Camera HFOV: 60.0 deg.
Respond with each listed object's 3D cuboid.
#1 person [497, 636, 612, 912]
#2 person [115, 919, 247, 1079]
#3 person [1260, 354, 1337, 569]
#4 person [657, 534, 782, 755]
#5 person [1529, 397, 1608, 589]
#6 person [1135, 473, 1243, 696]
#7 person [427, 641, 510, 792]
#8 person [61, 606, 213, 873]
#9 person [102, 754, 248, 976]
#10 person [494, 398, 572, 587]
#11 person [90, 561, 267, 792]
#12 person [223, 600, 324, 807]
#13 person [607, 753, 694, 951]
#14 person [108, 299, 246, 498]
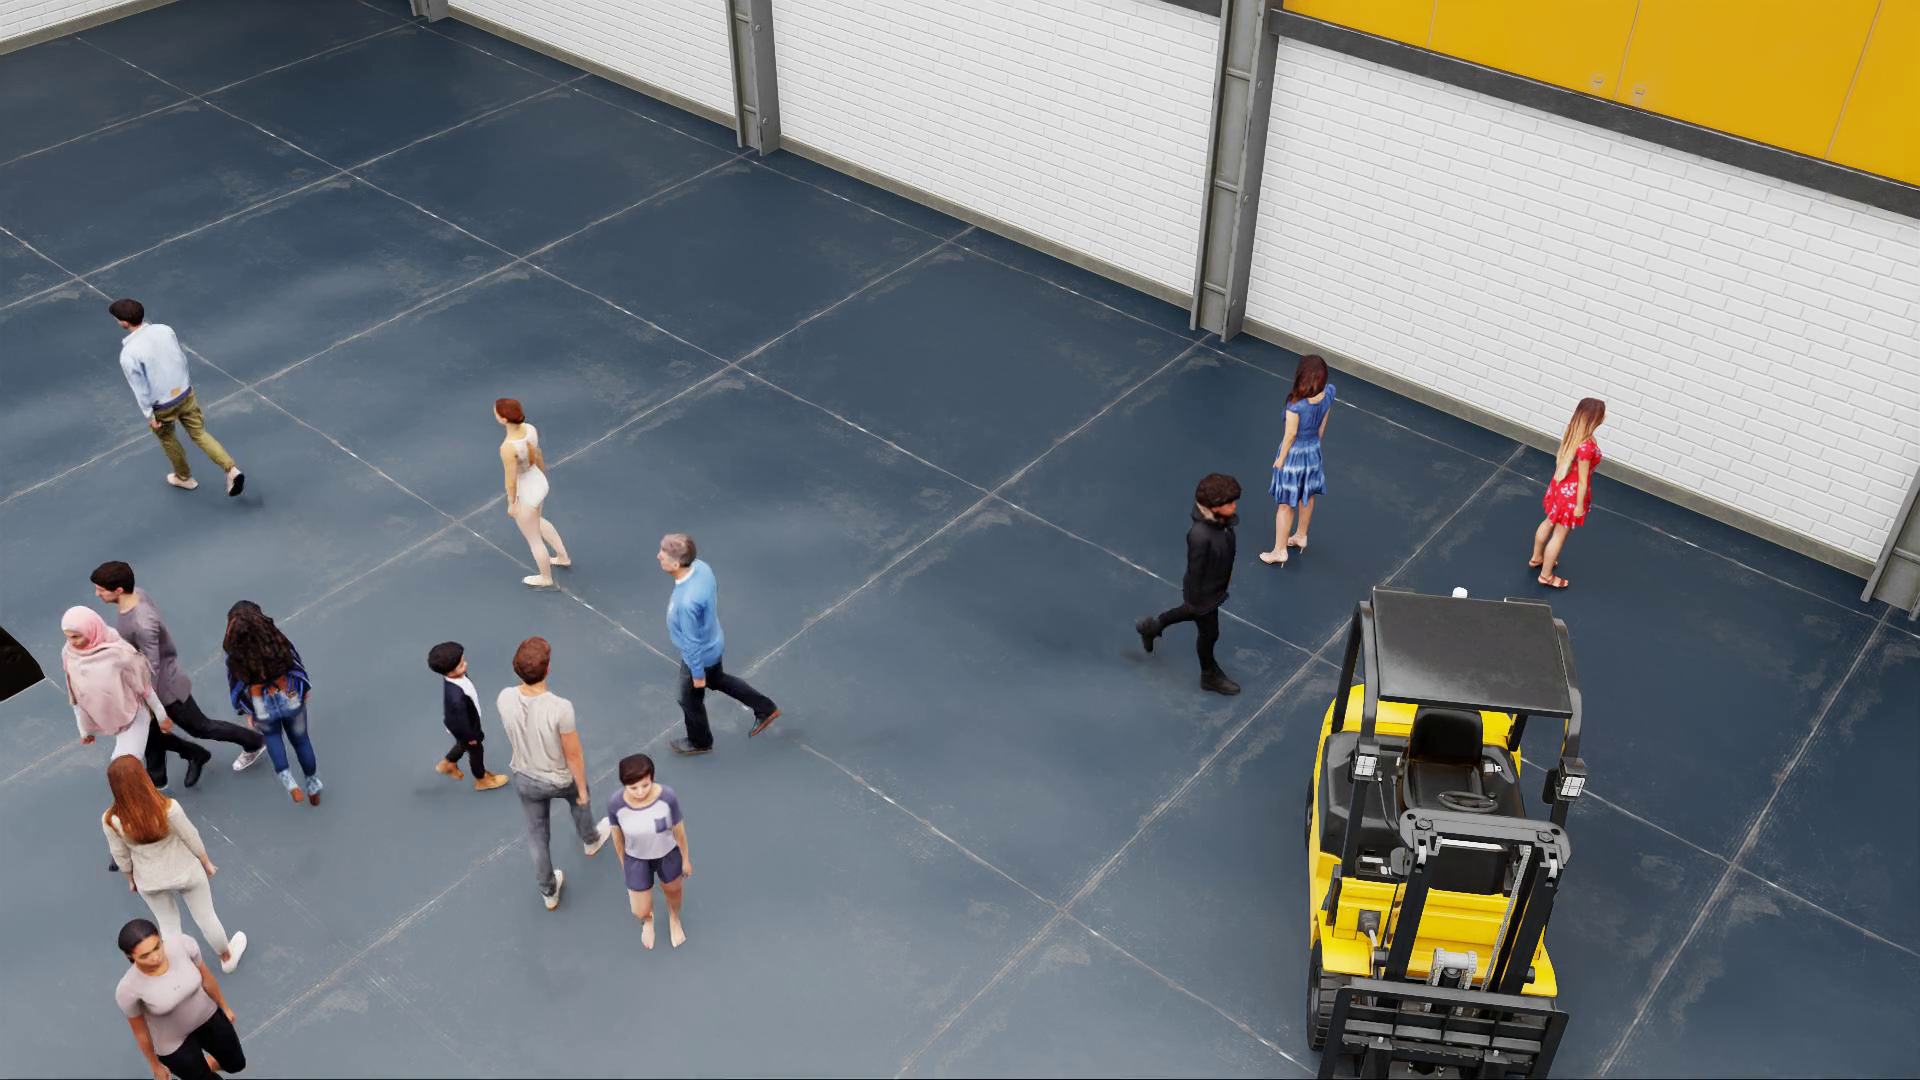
[{"bbox_3d":[-2.434,1.438,9.685,1.038,1.854,1.041,2,39,3],"label":"person"},{"bbox_3d":[-3.985,2.472,8.486,0.816,1.734,0.660,23,44,26],"label":"person"},{"bbox_3d":[2.494,-0.584,12.255,0.699,1.806,0.613,-28,47,-31],"label":"person"},{"bbox_3d":[-1.579,0.689,10.673,1.123,1.791,1.044,-4,39,-5],"label":"person"},{"bbox_3d":[4.439,-0.365,12.151,0.717,1.593,0.665,-1,39,-1],"label":"person"},{"bbox_3d":[1.583,0.276,11.219,1.114,1.755,0.761,19,43,23],"label":"person"},{"bbox_3d":[-3.209,1.142,10.566,0.741,1.217,0.704,-10,40,-12],"label":"person"},{"bbox_3d":[-5.084,1.056,10.249,1.279,1.747,1.069,9,40,12],"label":"person"},{"bbox_3d":[-4.419,1.859,9.273,0.692,1.711,0.710,-11,40,-13],"label":"person"},{"bbox_3d":[-3.080,-0.336,12.076,0.659,1.642,0.642,10,40,13],"label":"person"},{"bbox_3d":[-4.922,0.859,10.442,0.854,1.814,1.131,-28,46,-31],"label":"person"},{"bbox_3d":[-4.237,1.080,10.330,0.742,1.608,0.783,-11,40,-14],"label":"person"},{"bbox_3d":[-1.769,1.737,9.552,0.674,1.553,0.720,-10,40,-12],"label":"person"},{"bbox_3d":[-6.054,-1.066,12.874,1.149,1.788,0.850,19,42,22],"label":"person"}]
